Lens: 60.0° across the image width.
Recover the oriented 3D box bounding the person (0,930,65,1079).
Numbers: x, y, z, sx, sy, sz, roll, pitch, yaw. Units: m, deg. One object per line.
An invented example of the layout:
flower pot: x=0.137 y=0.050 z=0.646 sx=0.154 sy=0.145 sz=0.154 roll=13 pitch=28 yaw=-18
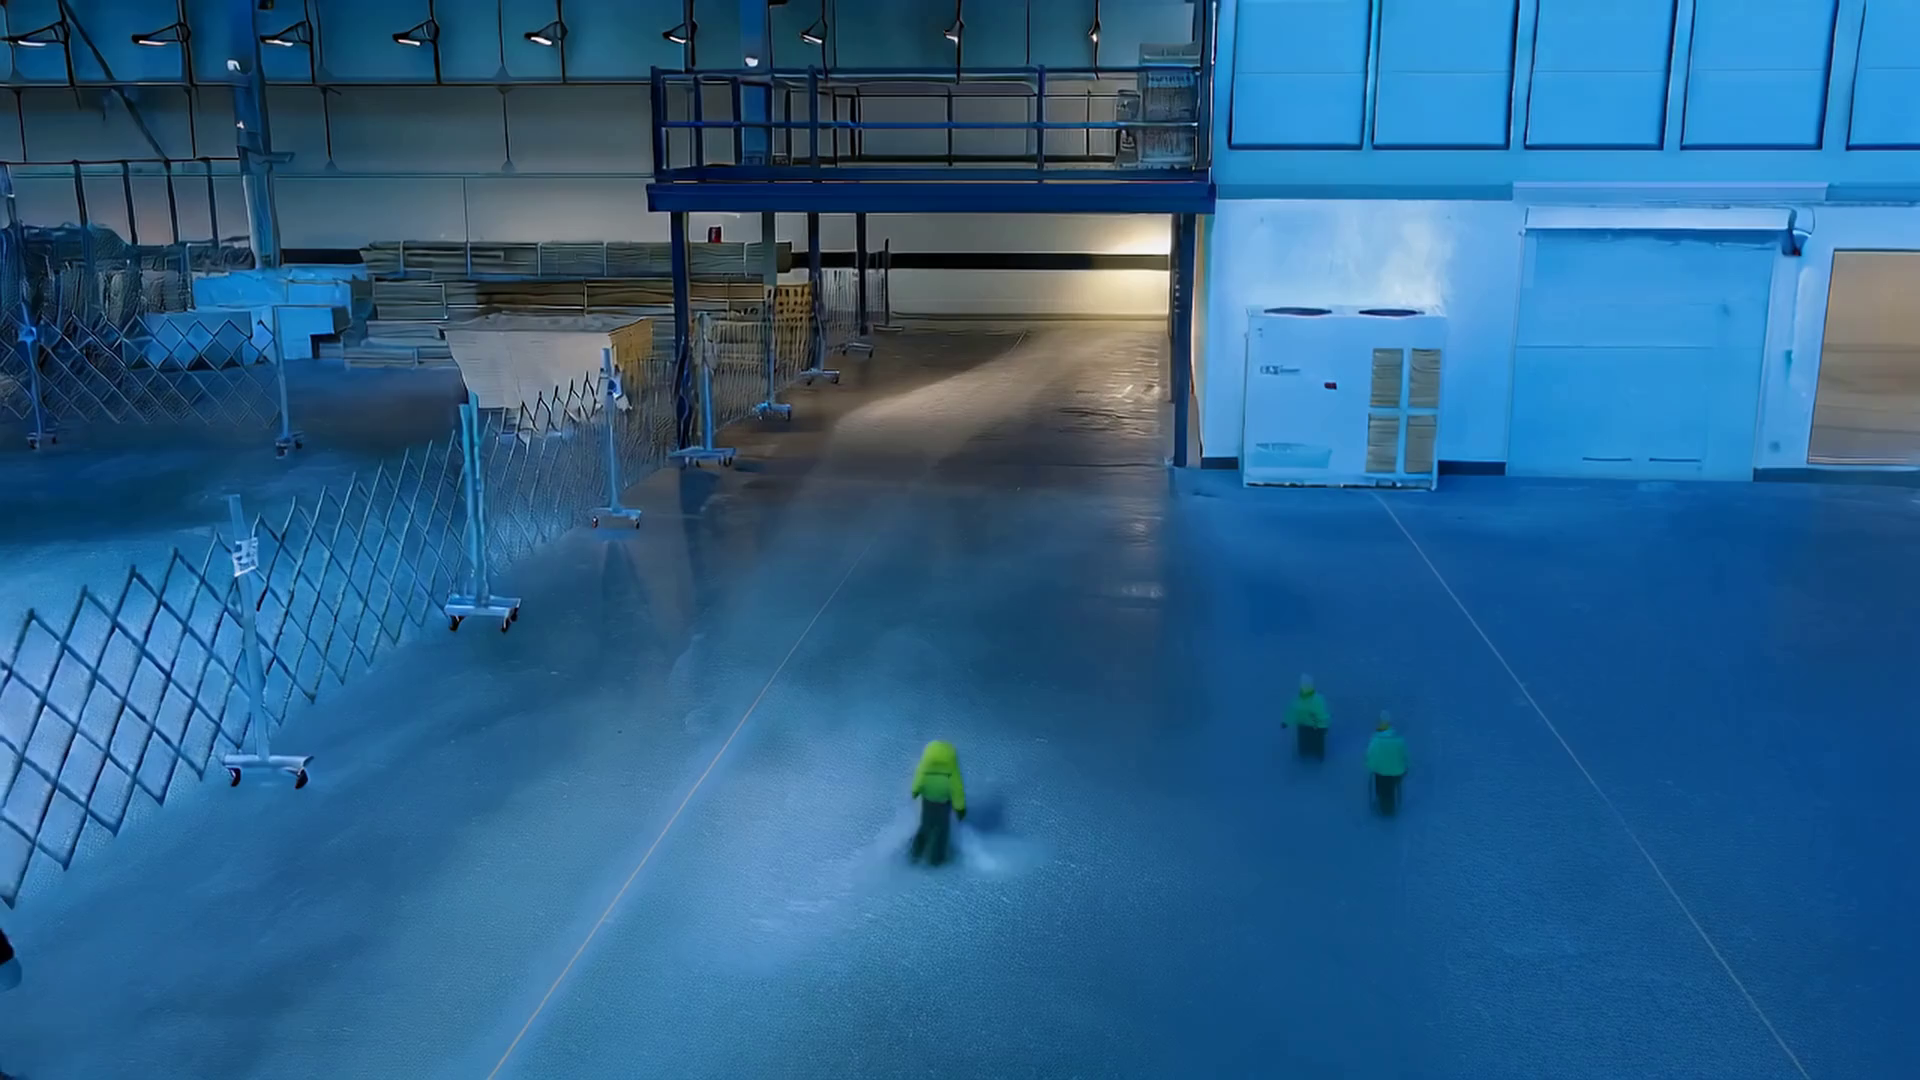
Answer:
person: x=-3.401 y=1.334 z=5.503 sx=0.581 sy=1.833 sz=0.959 roll=5 pitch=15 yaw=21
